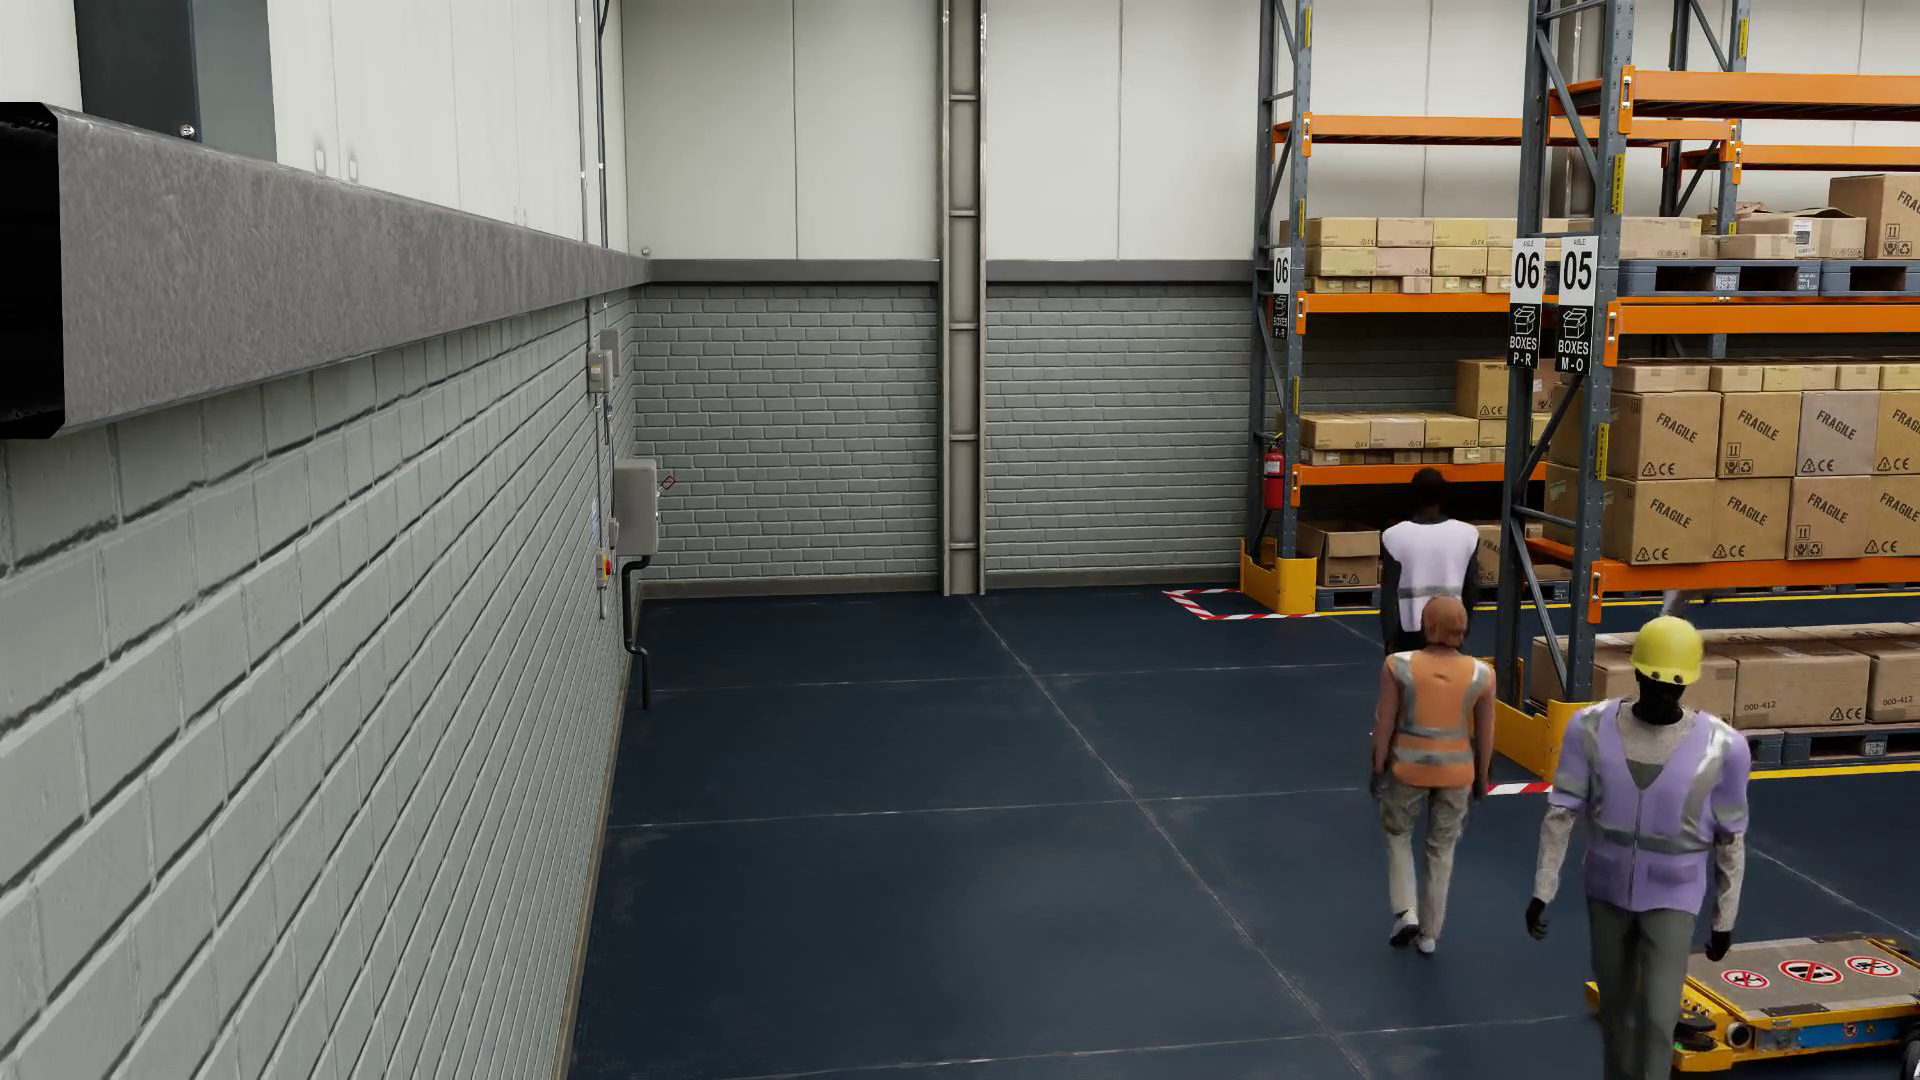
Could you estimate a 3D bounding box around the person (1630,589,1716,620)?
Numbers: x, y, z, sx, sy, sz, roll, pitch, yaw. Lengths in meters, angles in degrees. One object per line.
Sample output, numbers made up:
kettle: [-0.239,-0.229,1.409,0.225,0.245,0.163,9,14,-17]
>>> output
person: [4.864,0.254,11.525,0.759,1.841,0.576,-3,10,-16]

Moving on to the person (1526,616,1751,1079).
person: [2.246,1.193,5.552,0.624,1.907,0.602,7,12,37]

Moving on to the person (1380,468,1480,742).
person: [2.776,0.502,9.939,0.602,1.864,1.036,1,9,4]

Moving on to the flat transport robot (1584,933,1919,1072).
flat transport robot: [3.332,1.829,6.657,1.431,0.197,0.652,-2,9,-11]

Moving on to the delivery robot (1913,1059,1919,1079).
delivery robot: [3.445,1.810,5.614,0.477,0.478,0.707,7,11,36]

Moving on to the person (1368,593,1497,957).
person: [2.080,1.039,7.350,0.532,1.623,0.365,1,9,8]
